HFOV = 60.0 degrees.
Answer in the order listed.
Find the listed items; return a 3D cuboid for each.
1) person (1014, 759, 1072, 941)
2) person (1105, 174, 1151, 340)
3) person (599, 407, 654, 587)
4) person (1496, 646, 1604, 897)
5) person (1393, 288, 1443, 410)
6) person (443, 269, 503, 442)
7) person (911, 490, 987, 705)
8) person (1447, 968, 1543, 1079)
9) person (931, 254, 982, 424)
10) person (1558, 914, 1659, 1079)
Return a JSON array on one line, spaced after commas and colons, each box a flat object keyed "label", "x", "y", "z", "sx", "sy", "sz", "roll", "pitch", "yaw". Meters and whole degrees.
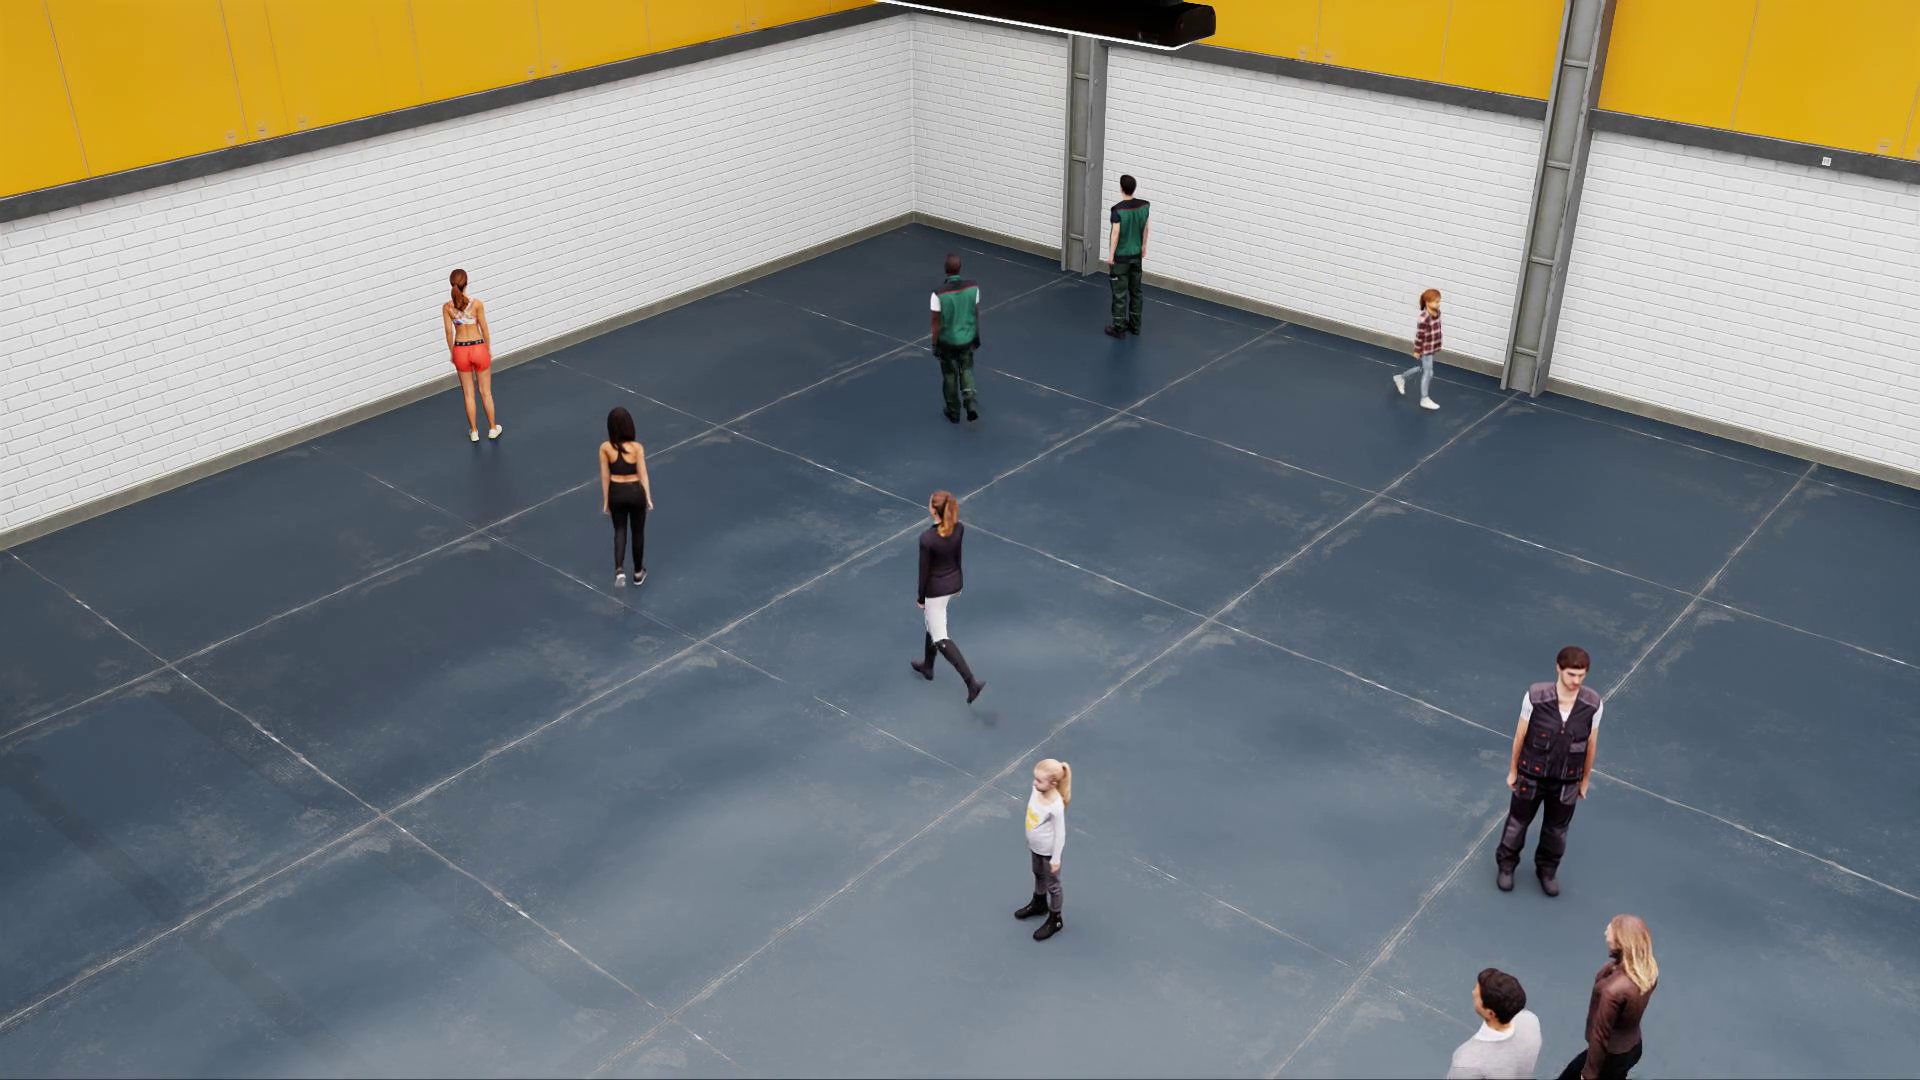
[{"label": "person", "x": 0.546, "y": 1.890, "z": 10.334, "sx": 0.623, "sy": 1.279, "sz": 0.536, "roll": -13, "pitch": 31, "yaw": -22}, {"label": "person", "x": 1.921, "y": -3.272, "z": 19.150, "sx": 0.746, "sy": 1.898, "sz": 0.678, "roll": -17, "pitch": 33, "yaw": -29}, {"label": "person", "x": -2.811, "y": -0.306, "z": 13.992, "sx": 0.837, "sy": 1.631, "sz": 0.877, "roll": 0, "pitch": 29, "yaw": 0}, {"label": "person", "x": 3.730, "y": 1.458, "z": 10.535, "sx": 0.698, "sy": 1.843, "sz": 0.808, "roll": 5, "pitch": 29, "yaw": 10}, {"label": "person", "x": 4.874, "y": -2.051, "z": 17.548, "sx": 0.833, "sy": 1.289, "sz": 0.538, "roll": 24, "pitch": 37, "yaw": 37}, {"label": "person", "x": -4.899, "y": -1.851, "z": 16.656, "sx": 0.679, "sy": 1.791, "sz": 0.728, "roll": -5, "pitch": 29, "yaw": -10}, {"label": "person", "x": -0.091, "y": 0.448, "z": 12.533, "sx": 0.626, "sy": 1.704, "sz": 1.124, "roll": -25, "pitch": 37, "yaw": -38}, {"label": "person", "x": 2.527, "y": 2.837, "z": 7.939, "sx": 0.880, "sy": 1.909, "sz": 0.975, "roll": -19, "pitch": 34, "yaw": -31}, {"label": "person", "x": -0.002, "y": -1.990, "z": 16.875, "sx": 0.923, "sy": 1.825, "sz": 1.020, "roll": -9, "pitch": 30, "yaw": -17}, {"label": "person", "x": 3.385, "y": 2.665, "z": 8.483, "sx": 0.680, "sy": 1.690, "sz": 0.603, "roll": -23, "pitch": 36, "yaw": -35}]
